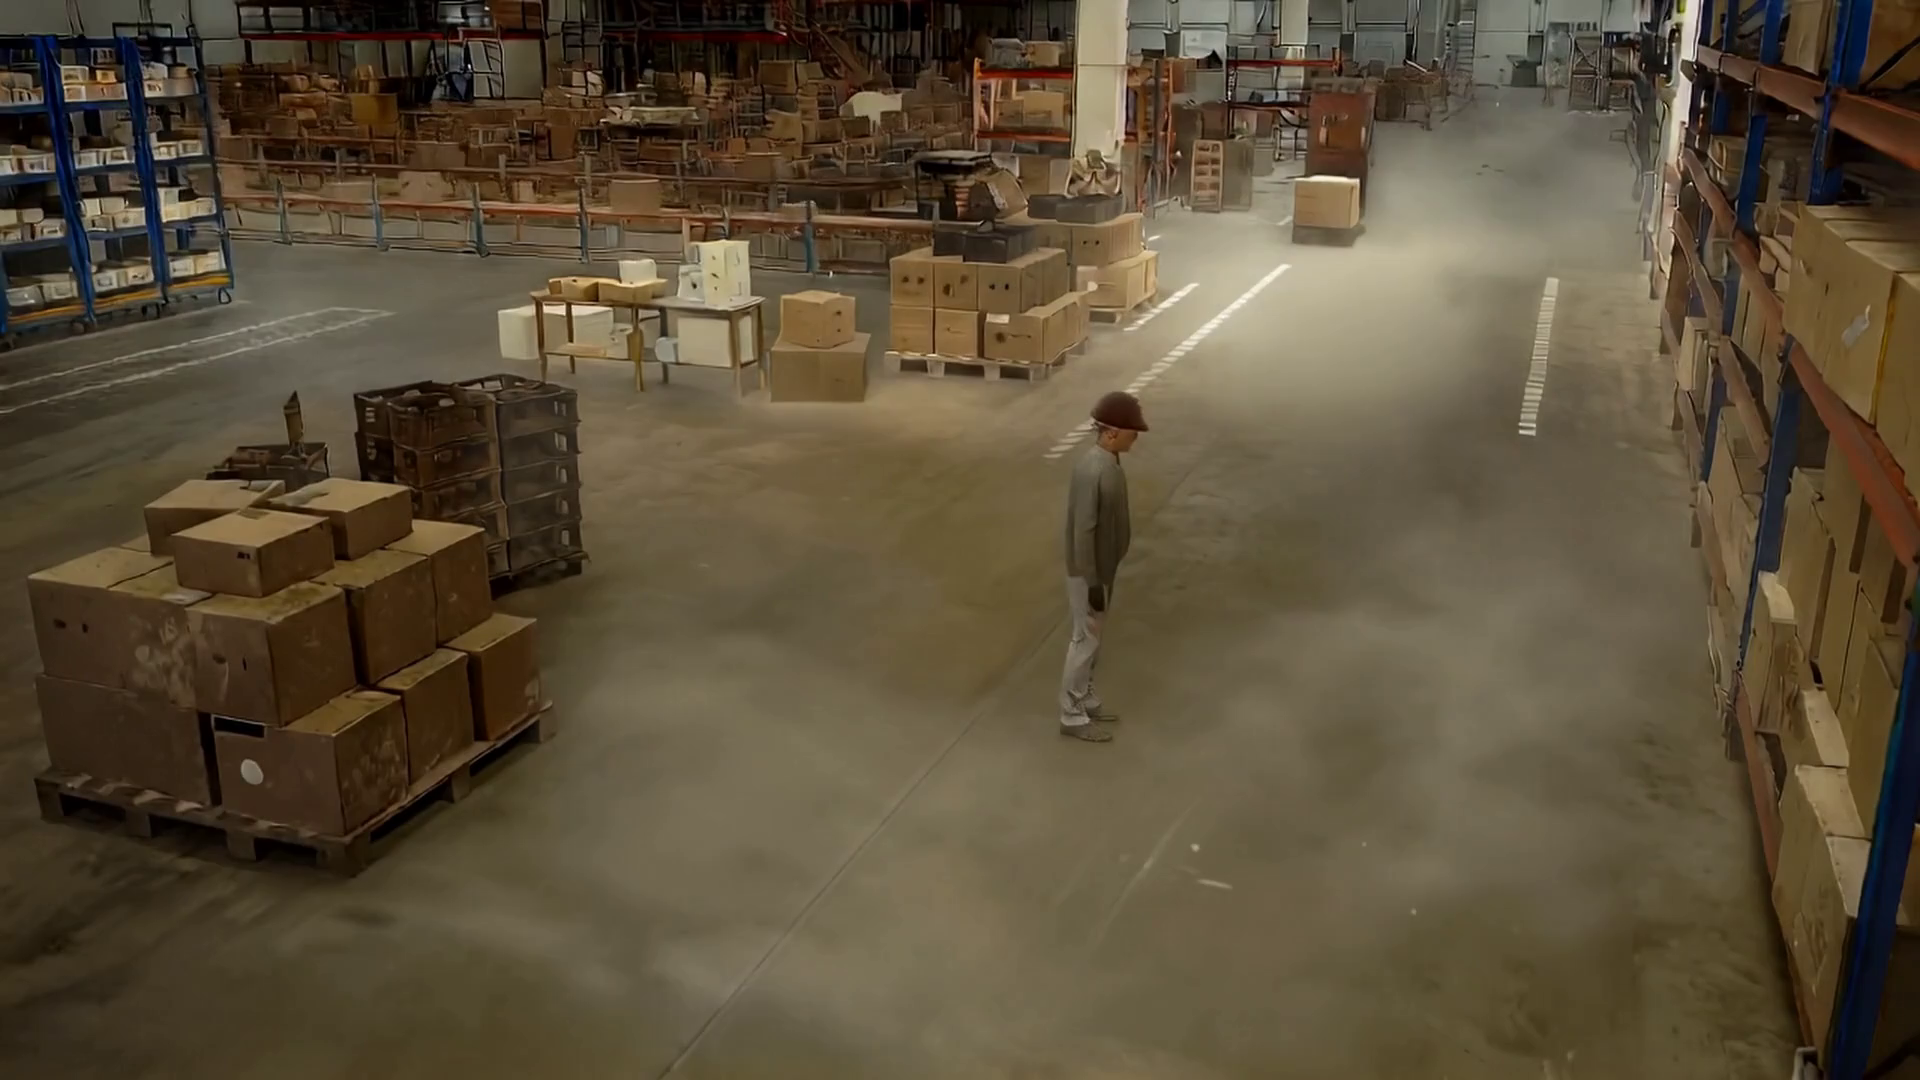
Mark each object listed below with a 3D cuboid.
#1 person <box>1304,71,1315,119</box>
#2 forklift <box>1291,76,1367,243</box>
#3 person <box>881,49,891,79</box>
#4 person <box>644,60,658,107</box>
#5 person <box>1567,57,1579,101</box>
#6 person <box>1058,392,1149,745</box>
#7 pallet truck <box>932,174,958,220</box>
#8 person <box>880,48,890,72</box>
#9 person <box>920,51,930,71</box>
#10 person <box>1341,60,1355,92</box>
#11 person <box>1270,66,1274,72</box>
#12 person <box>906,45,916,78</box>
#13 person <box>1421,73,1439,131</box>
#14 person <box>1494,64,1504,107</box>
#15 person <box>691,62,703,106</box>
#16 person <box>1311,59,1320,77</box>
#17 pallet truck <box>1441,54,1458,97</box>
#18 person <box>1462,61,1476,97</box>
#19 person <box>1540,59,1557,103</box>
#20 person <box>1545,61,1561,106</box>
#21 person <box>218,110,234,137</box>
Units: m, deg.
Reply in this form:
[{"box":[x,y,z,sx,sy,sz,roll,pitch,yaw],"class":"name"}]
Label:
[{"box":[13.253,-16.827,62.839,0.327,1.765,0.531,13,22,35],"class":"person"},{"box":[6.598,-6.755,29.381,1.129,2.768,1.873,6,19,19],"class":"forklift"},{"box":[-4.492,-28.337,98.821,0.972,1.876,0.603,8,20,25],"class":"person"},{"box":[-12.410,-18.226,66.779,0.605,2.045,0.378,-17,24,-42],"class":"person"},{"box":[27.613,-20.716,74.791,0.440,1.925,0.647,1,18,5],"class":"person"},{"box":[0.795,0.155,9.149,0.434,1.976,0.613,5,18,15],"class":"person"},{"box":[-0.507,-5.292,27.348,0.653,1.274,1.630,6,19,19],"class":"pallet truck"},{"box":[-4.395,-27.810,97.247,0.639,1.829,0.629,-6,19,-19],"class":"person"},{"box":[-1.832,-24.933,88.079,0.549,1.913,0.798,3,18,11],"class":"person"},{"box":[17.047,-20.089,72.954,0.594,1.864,0.340,7,19,21],"class":"person"},{"box":[14.239,-20.761,75.039,0.631,1.883,1.074,-14,22,-37],"class":"person"},{"box":[-2.992,-29.038,100.927,0.710,1.944,0.400,13,22,36],"class":"person"},{"box":[15.890,-14.758,56.069,0.394,1.927,0.565,6,19,18],"class":"person"},{"box":[22.929,-19.302,70.650,0.295,1.743,0.493,8,19,23],"class":"person"},{"box":[-10.925,-18.870,69.059,0.572,1.887,0.356,7,19,21],"class":"person"},{"box":[17.326,-22.740,81.384,0.974,1.792,0.628,7,19,22],"class":"person"},{"box":[22.765,-21.886,78.355,0.823,1.965,1.885,-4,18,-14],"class":"pallet truck"},{"box":[23.987,-21.727,78.424,0.547,1.637,0.923,-7,19,-22],"class":"person"},{"box":[25.920,-20.204,73.203,0.372,1.914,0.597,-15,23,-38],"class":"person"},{"box":[25.420,-19.590,71.337,0.592,1.883,0.961,5,18,16],"class":"person"},{"box":[-16.560,-8.828,37.702,0.314,1.769,0.524,-11,21,-31],"class":"person"}]
